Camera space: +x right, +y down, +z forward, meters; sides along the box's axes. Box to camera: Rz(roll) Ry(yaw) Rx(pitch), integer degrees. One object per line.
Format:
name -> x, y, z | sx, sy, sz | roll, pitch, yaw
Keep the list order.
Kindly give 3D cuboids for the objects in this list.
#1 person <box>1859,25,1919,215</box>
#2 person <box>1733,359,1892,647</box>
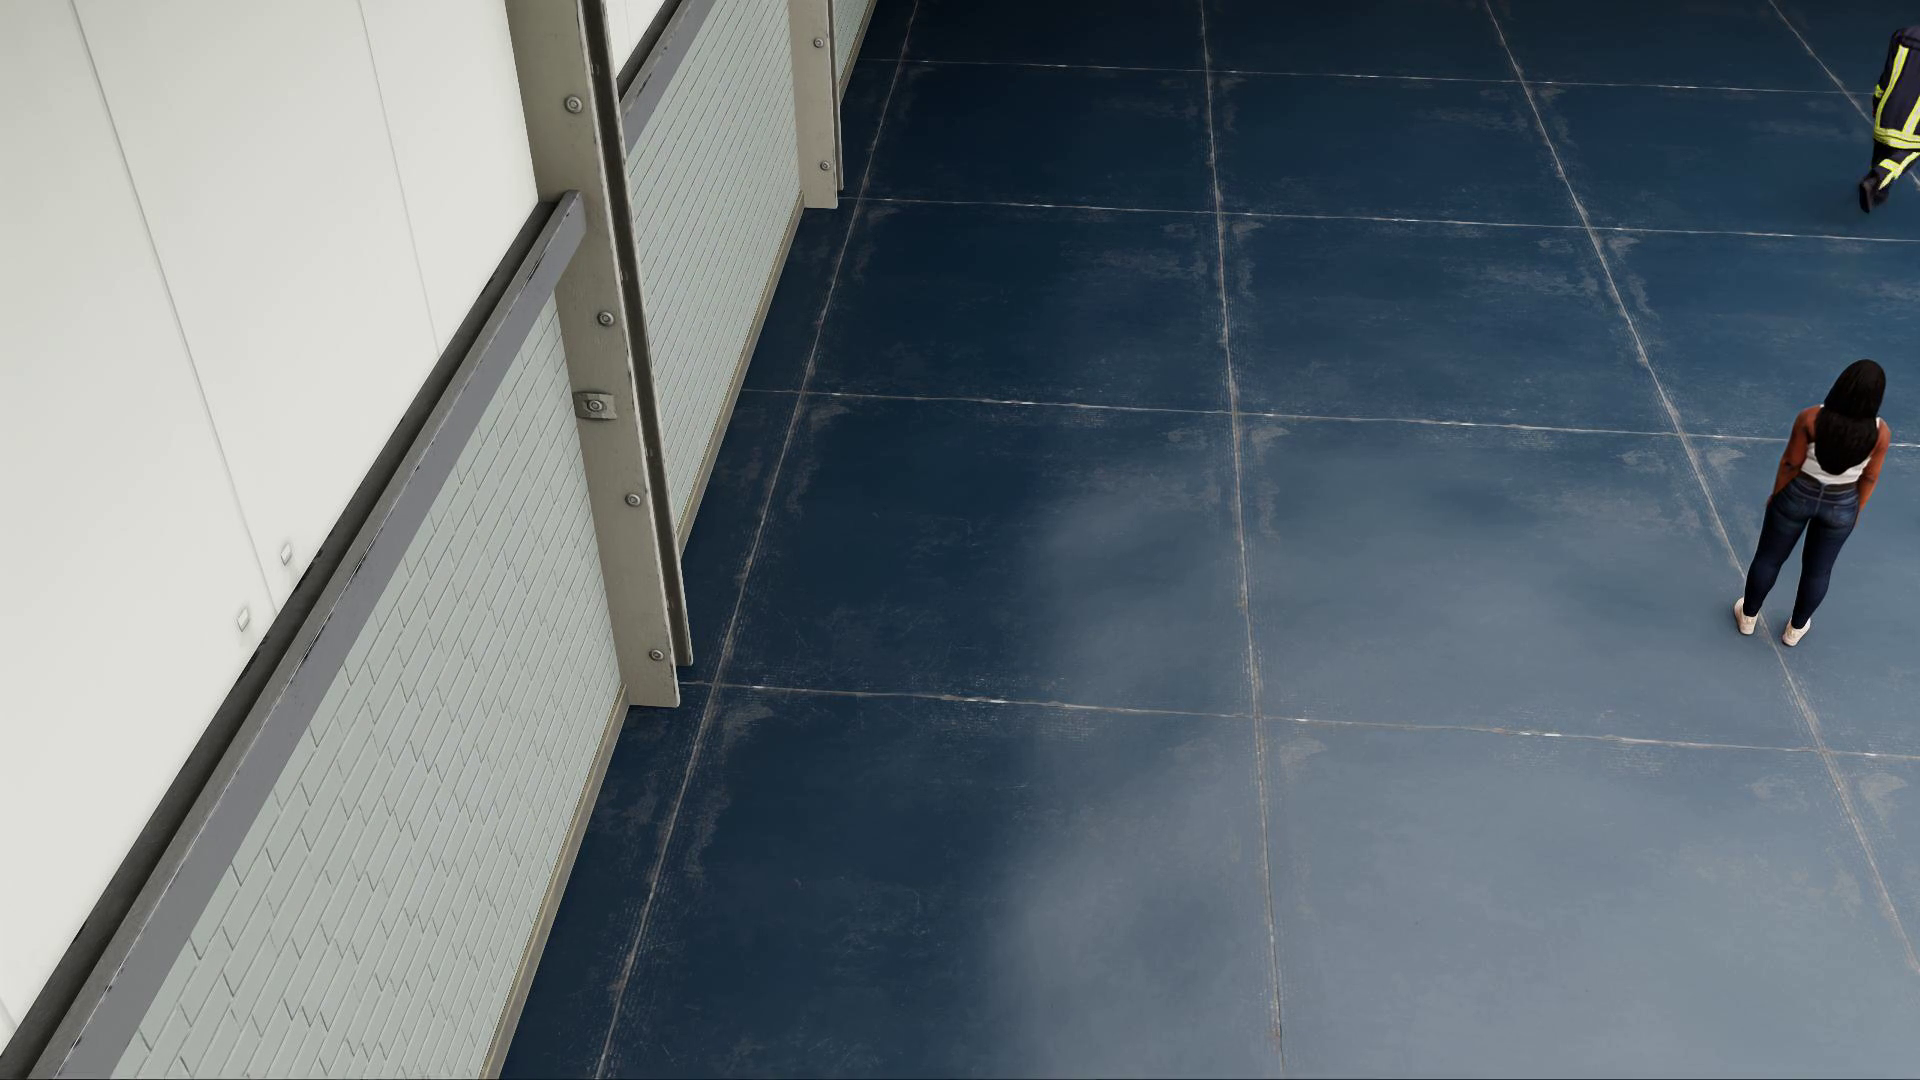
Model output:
person -> 7.538, -3.446, 13.249 | 1.126, 1.811, 1.063 | -29, 46, -31
person -> 4.681, -0.194, 9.094 | 0.722, 1.810, 0.722 | 17, 41, 20
